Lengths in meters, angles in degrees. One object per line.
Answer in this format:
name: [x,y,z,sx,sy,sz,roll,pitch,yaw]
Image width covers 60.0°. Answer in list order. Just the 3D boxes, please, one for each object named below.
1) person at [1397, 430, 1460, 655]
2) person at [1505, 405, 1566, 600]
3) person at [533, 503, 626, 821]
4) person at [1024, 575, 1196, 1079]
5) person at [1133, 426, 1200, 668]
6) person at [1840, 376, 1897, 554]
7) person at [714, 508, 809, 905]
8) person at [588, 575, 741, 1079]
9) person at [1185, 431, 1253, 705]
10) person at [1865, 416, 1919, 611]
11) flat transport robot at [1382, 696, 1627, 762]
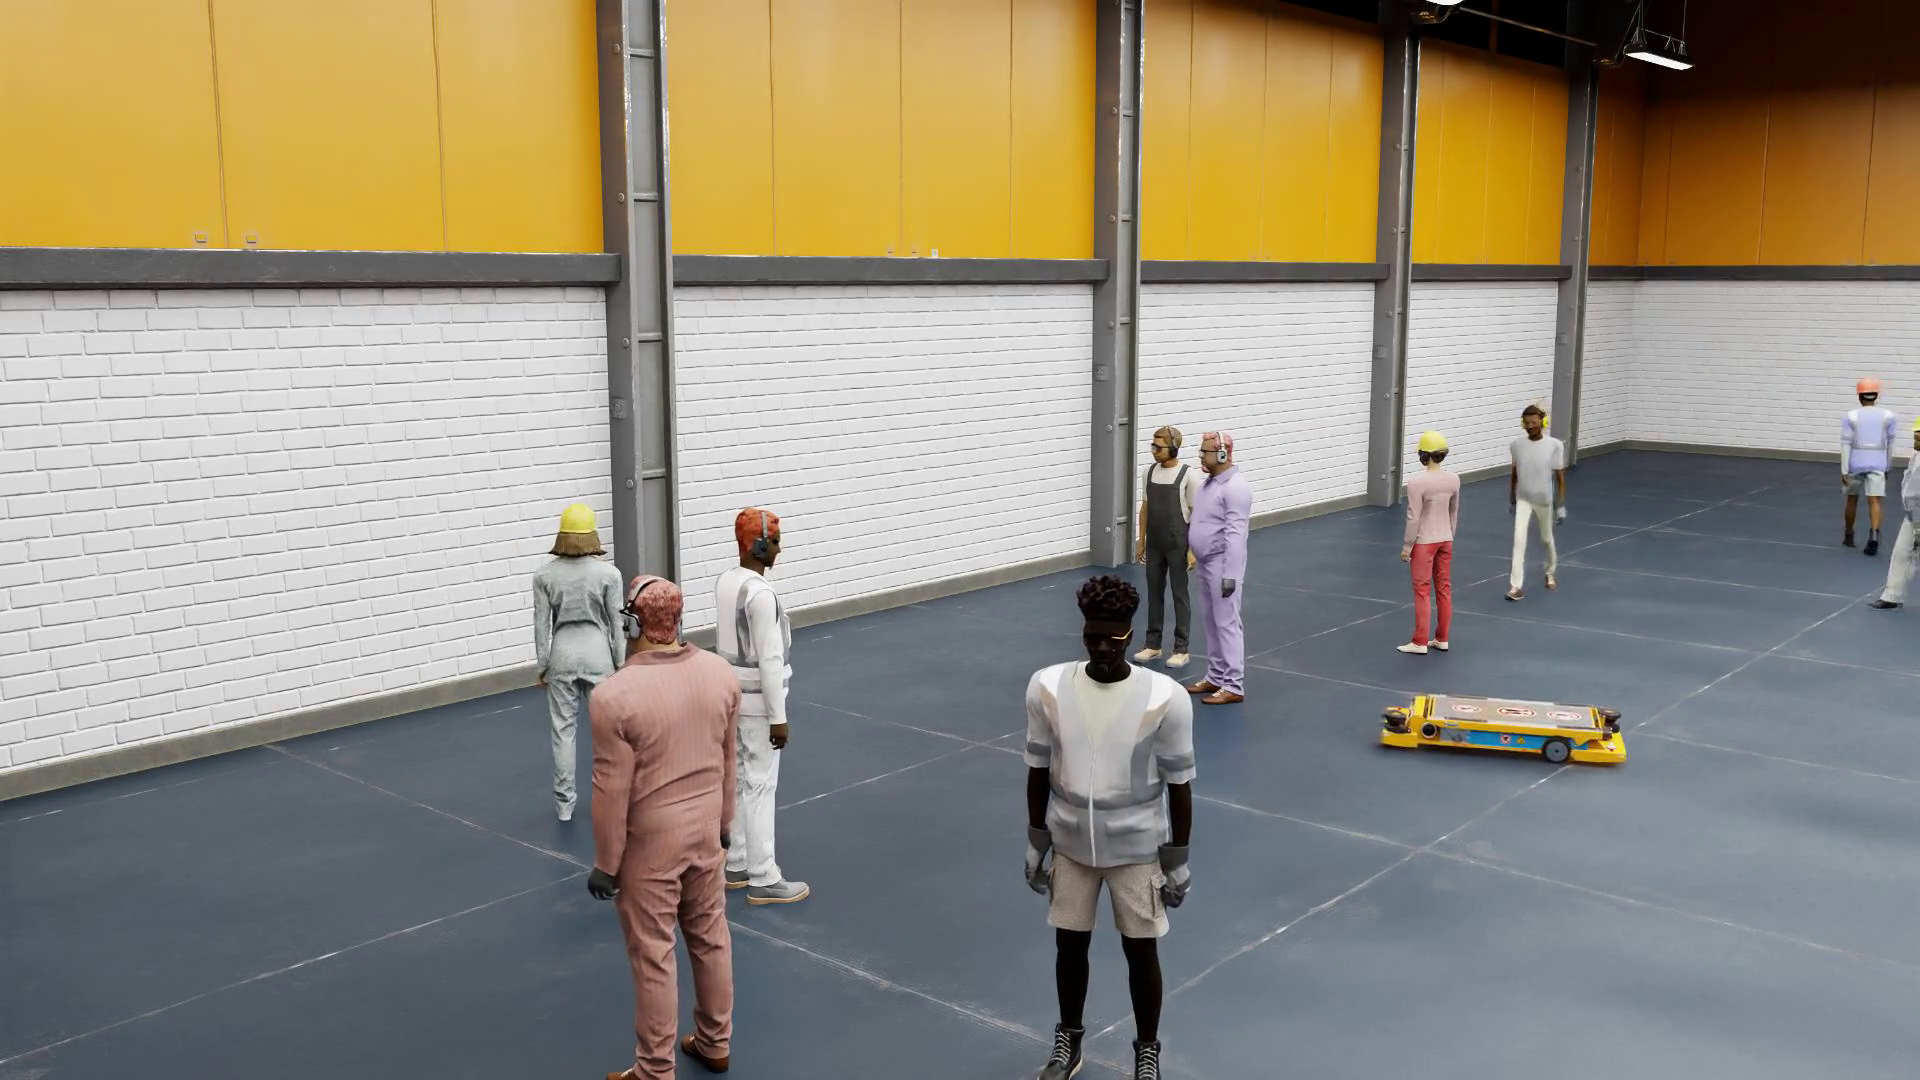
person: [3.687,0.022,13.073,0.525,1.772,0.305,-5,10,-30]
person: [5.371,-0.368,15.464,0.546,1.803,1.088,5,10,28]
person: [-2.070,0.665,9.111,0.492,1.742,0.319,-1,9,-5]
person: [0.522,1.075,5.909,0.619,1.953,0.397,4,10,21]
person: [1.577,0.049,12.668,0.514,1.841,0.327,7,12,38]
person: [9.760,-0.808,17.903,0.540,1.907,0.946,3,10,21]
person: [-0.970,0.783,7.926,0.355,1.887,0.573,-5,10,-30]
person: [-1.090,1.073,6.041,0.399,1.910,0.643,8,12,40]
person: [1.793,0.188,11.639,0.401,1.901,0.647,-2,9,-11]
person: [8.551,-0.232,14.593,0.897,1.801,0.617,0,9,3]
flat transport robot: [3.428,1.175,10.518,1.431,0.197,0.652,3,9,17]
